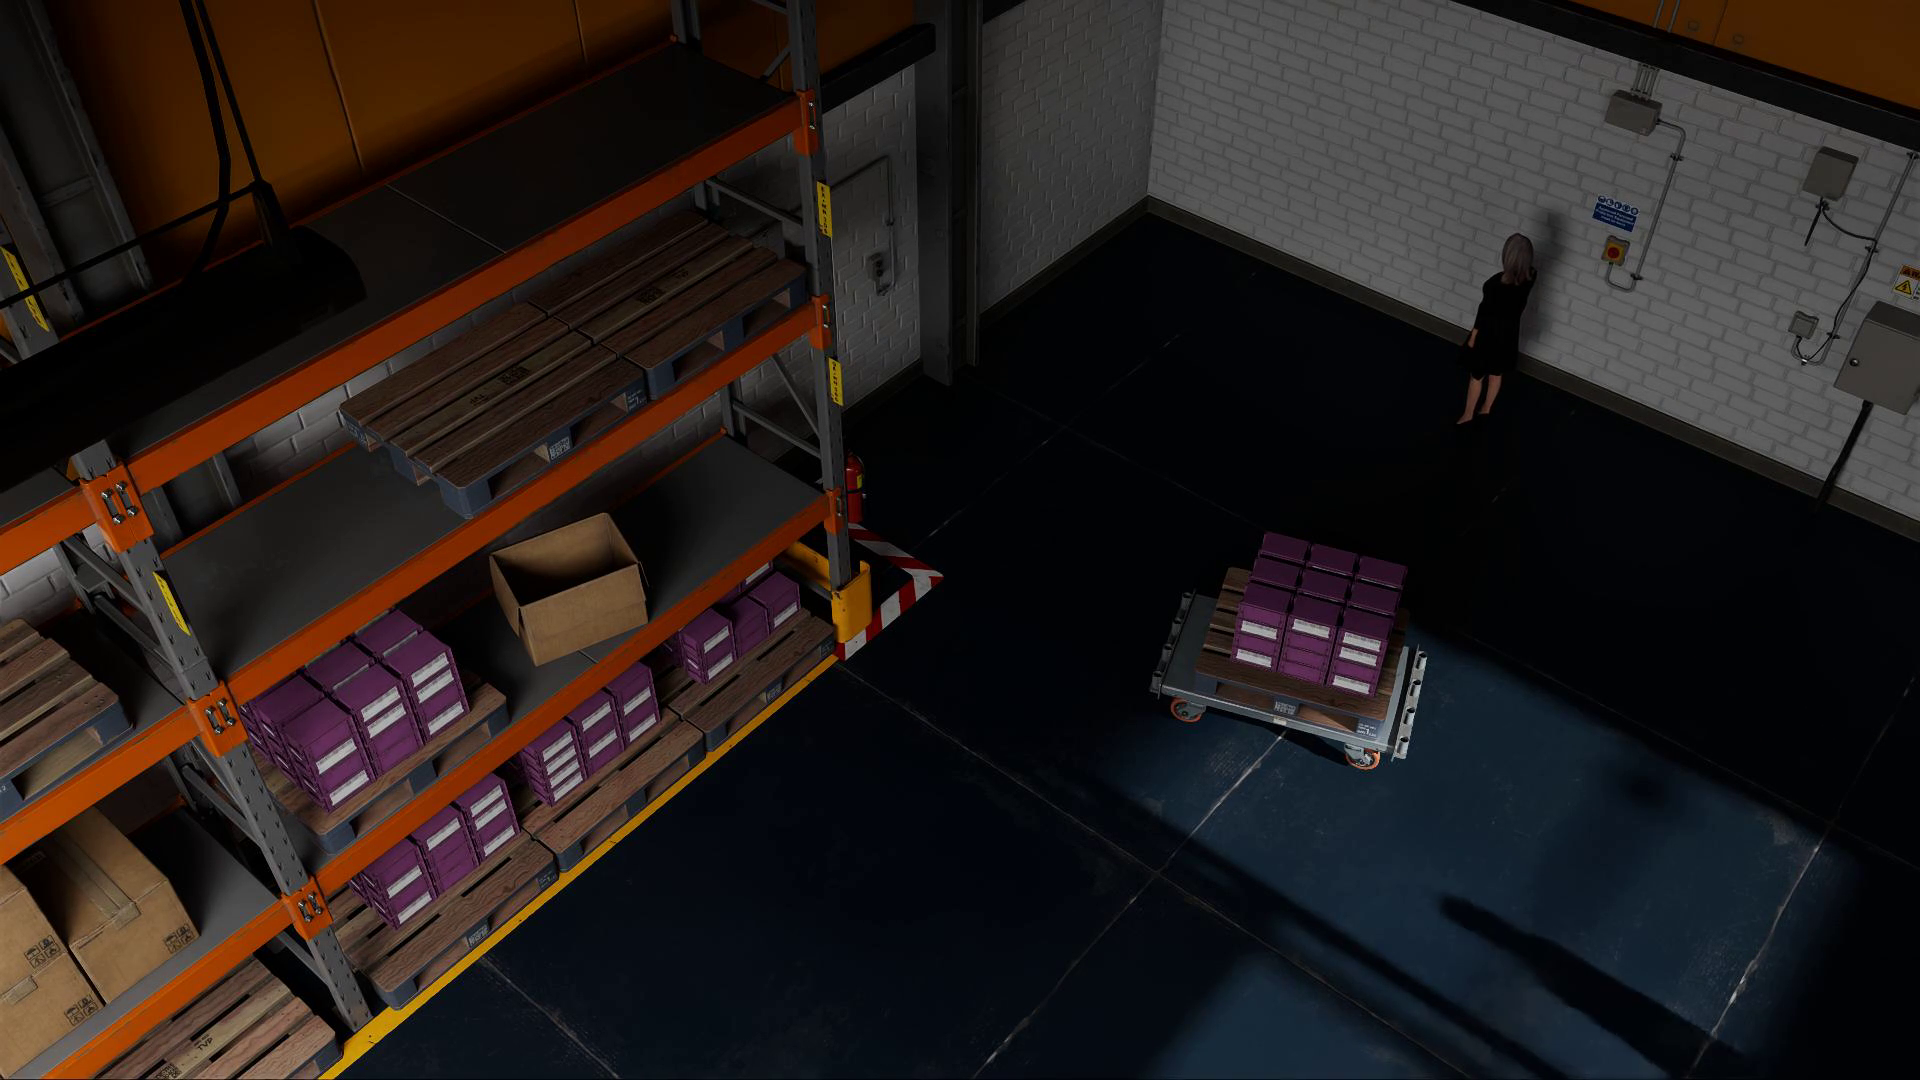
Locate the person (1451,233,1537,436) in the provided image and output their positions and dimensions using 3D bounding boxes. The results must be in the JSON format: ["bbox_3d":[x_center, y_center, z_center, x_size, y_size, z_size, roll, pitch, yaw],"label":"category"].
[{"bbox_3d":[4.035,-1.547,12.549,0.640,1.745,0.748,-17,46,-17],"label":"person"}]
